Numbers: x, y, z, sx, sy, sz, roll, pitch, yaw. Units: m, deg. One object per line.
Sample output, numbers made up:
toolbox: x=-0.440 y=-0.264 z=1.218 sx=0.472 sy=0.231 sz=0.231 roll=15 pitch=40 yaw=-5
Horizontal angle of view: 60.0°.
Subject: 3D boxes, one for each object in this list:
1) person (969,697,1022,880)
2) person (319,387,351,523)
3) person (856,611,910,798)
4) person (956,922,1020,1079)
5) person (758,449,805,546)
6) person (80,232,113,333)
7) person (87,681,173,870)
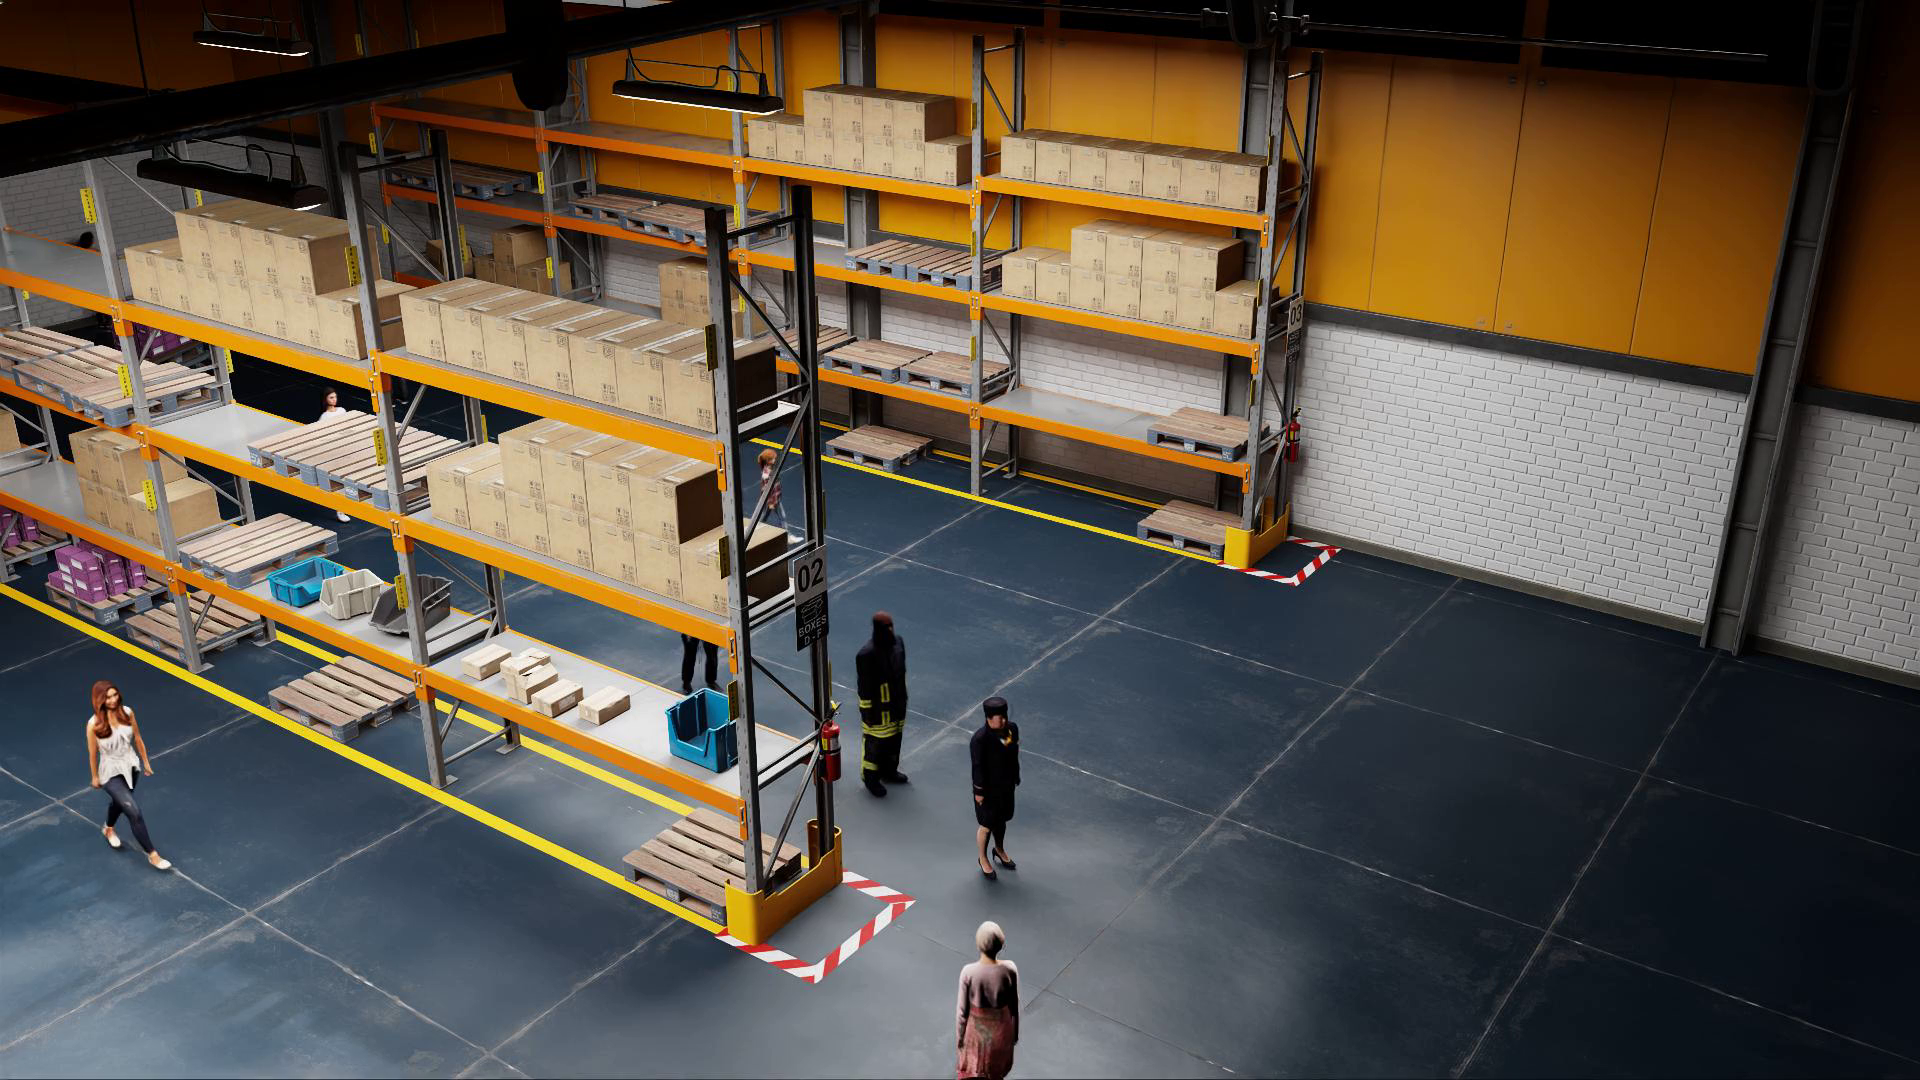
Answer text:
person: x=0.300 y=2.097 z=14.219 sx=0.680 sy=1.671 sz=0.735 roll=22 pitch=32 yaw=40
person: x=-8.026 y=-1.117 z=21.442 sx=0.594 sy=1.775 sz=0.640 roll=9 pitch=25 yaw=19
person: x=-0.719 y=1.474 z=15.456 sx=0.692 sy=1.821 sz=0.767 roll=19 pitch=30 yaw=37
person: x=0.211 y=3.380 z=11.279 sx=0.936 sy=1.675 sz=0.988 roll=-3 pitch=24 yaw=-7
person: x=-2.414 y=-0.511 z=20.685 sx=0.980 sy=1.271 sz=0.752 roll=5 pitch=24 yaw=12
person: x=-15.204 y=-4.552 z=29.299 sx=0.686 sy=1.776 sz=0.780 roll=2 pitch=24 yaw=4
person: x=-7.321 y=1.994 z=14.373 sx=1.177 sy=1.736 sz=0.674 roll=13 pitch=27 yaw=28
